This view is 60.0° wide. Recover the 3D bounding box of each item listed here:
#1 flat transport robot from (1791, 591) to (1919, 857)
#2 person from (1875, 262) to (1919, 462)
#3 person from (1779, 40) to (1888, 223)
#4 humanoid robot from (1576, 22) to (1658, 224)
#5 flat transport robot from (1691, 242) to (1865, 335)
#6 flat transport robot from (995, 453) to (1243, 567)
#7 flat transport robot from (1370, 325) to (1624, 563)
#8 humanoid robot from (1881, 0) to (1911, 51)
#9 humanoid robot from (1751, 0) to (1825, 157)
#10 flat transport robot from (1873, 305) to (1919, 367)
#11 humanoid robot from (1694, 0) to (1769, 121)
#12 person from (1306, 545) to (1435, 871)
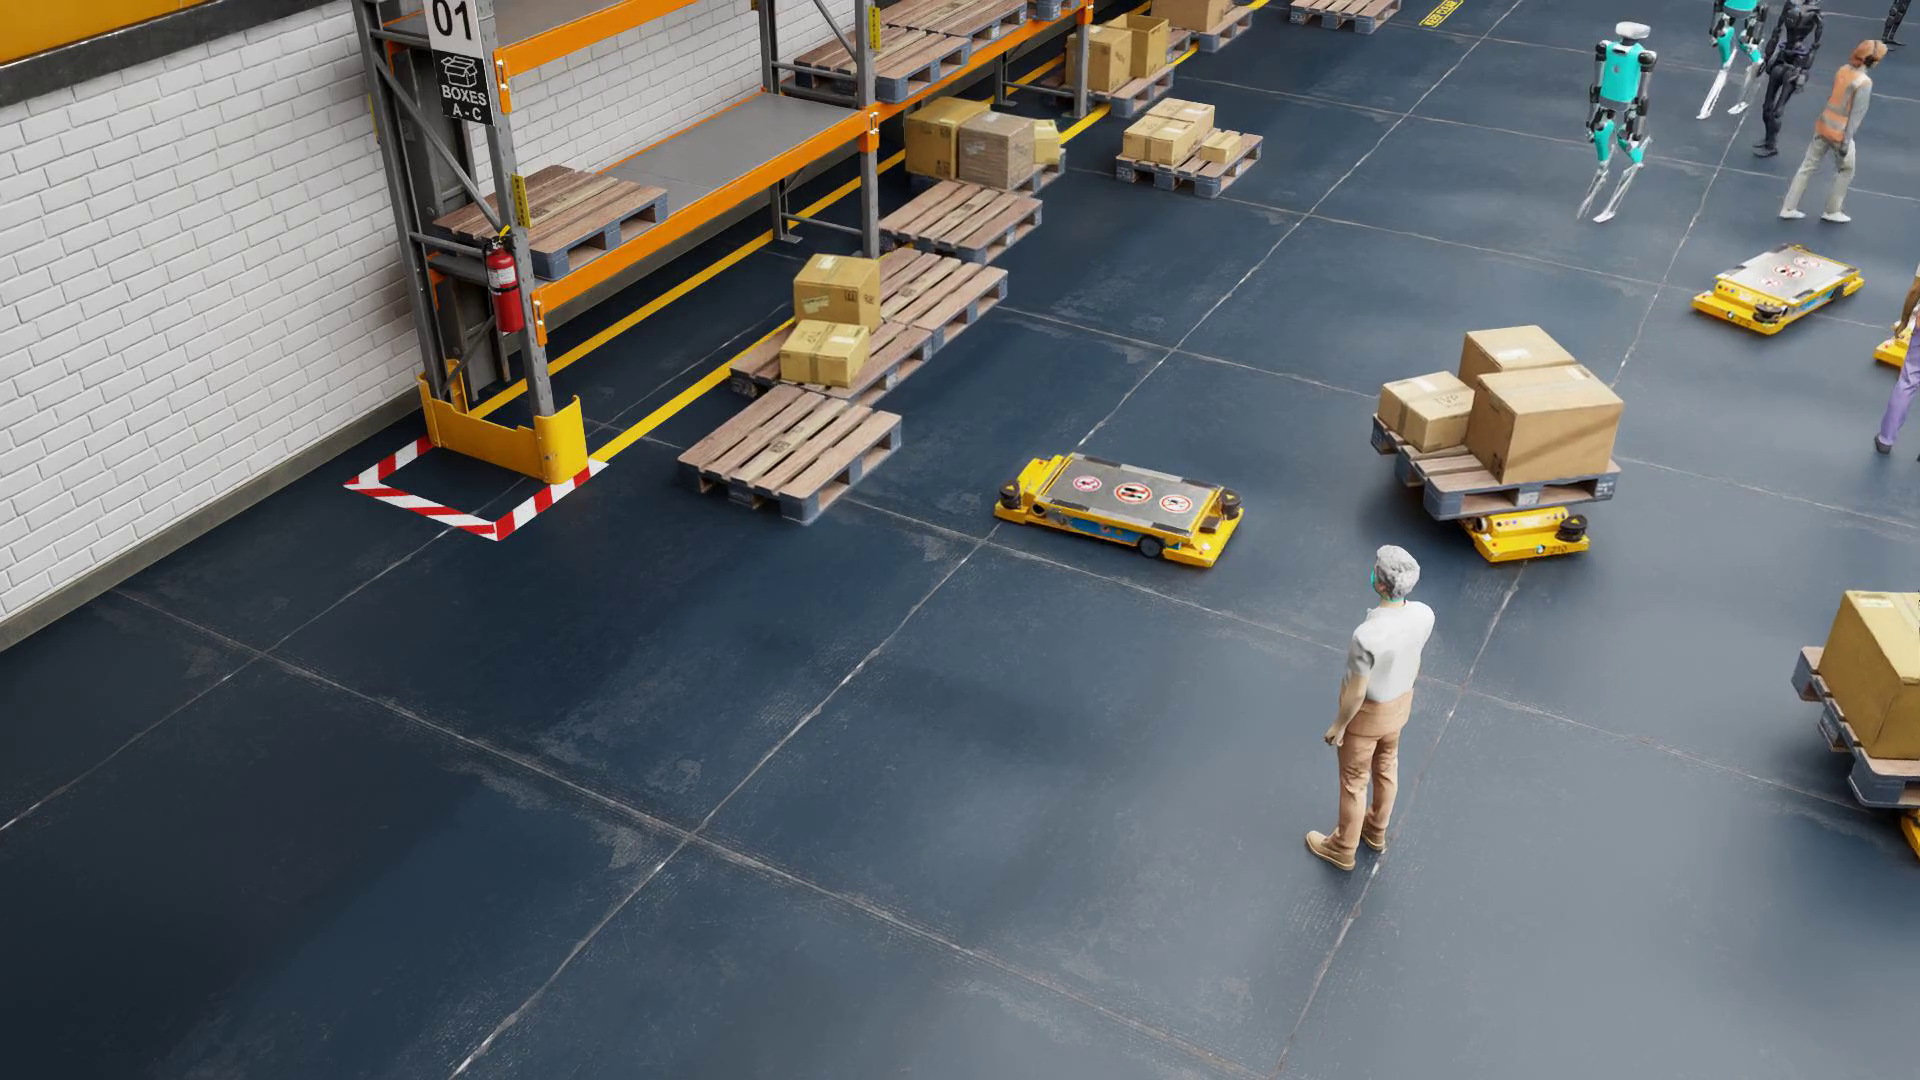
[{"bbox_3d":[4.971,1.115,8.460,0.659,0.231,1.431,2,34,3],"label":"flat transport robot"},{"bbox_3d":[6.391,-1.360,10.776,0.568,1.842,0.373,20,38,27],"label":"person"},{"bbox_3d":[7.516,-3.465,14.162,0.690,1.608,0.632,-1,33,-2],"label":"person"},{"bbox_3d":[5.664,-3.513,14.183,0.669,1.854,0.543,-23,40,-31],"label":"humanoid robot"},{"bbox_3d":[6.502,-2.001,13.175,1.431,0.231,0.659,-23,40,-31],"label":"flat transport robot"},{"bbox_3d":[1.001,-0.217,10.476,1.431,0.231,0.659,14,36,20],"label":"flat transport robot"},{"bbox_3d":[3.378,-0.346,10.671,0.659,0.231,1.431,-7,34,-10],"label":"flat transport robot"},{"bbox_3d":[10.562,-6.290,18.372,0.599,1.659,0.315,-24,41,-32],"label":"humanoid robot"},{"bbox_3d":[7.745,-4.460,15.615,0.426,1.650,0.585,-12,35,-17],"label":"humanoid robot"},{"bbox_3d":[7.508,-1.563,12.513,1.431,0.231,0.659,-28,43,-35],"label":"flat transport robot"},{"bbox_3d":[7.795,-5.064,16.499,0.886,1.782,0.542,-26,41,-33],"label":"humanoid robot"},{"bbox_3d":[1.893,0.772,7.638,0.485,1.747,0.316,-21,39,-29],"label":"person"}]
